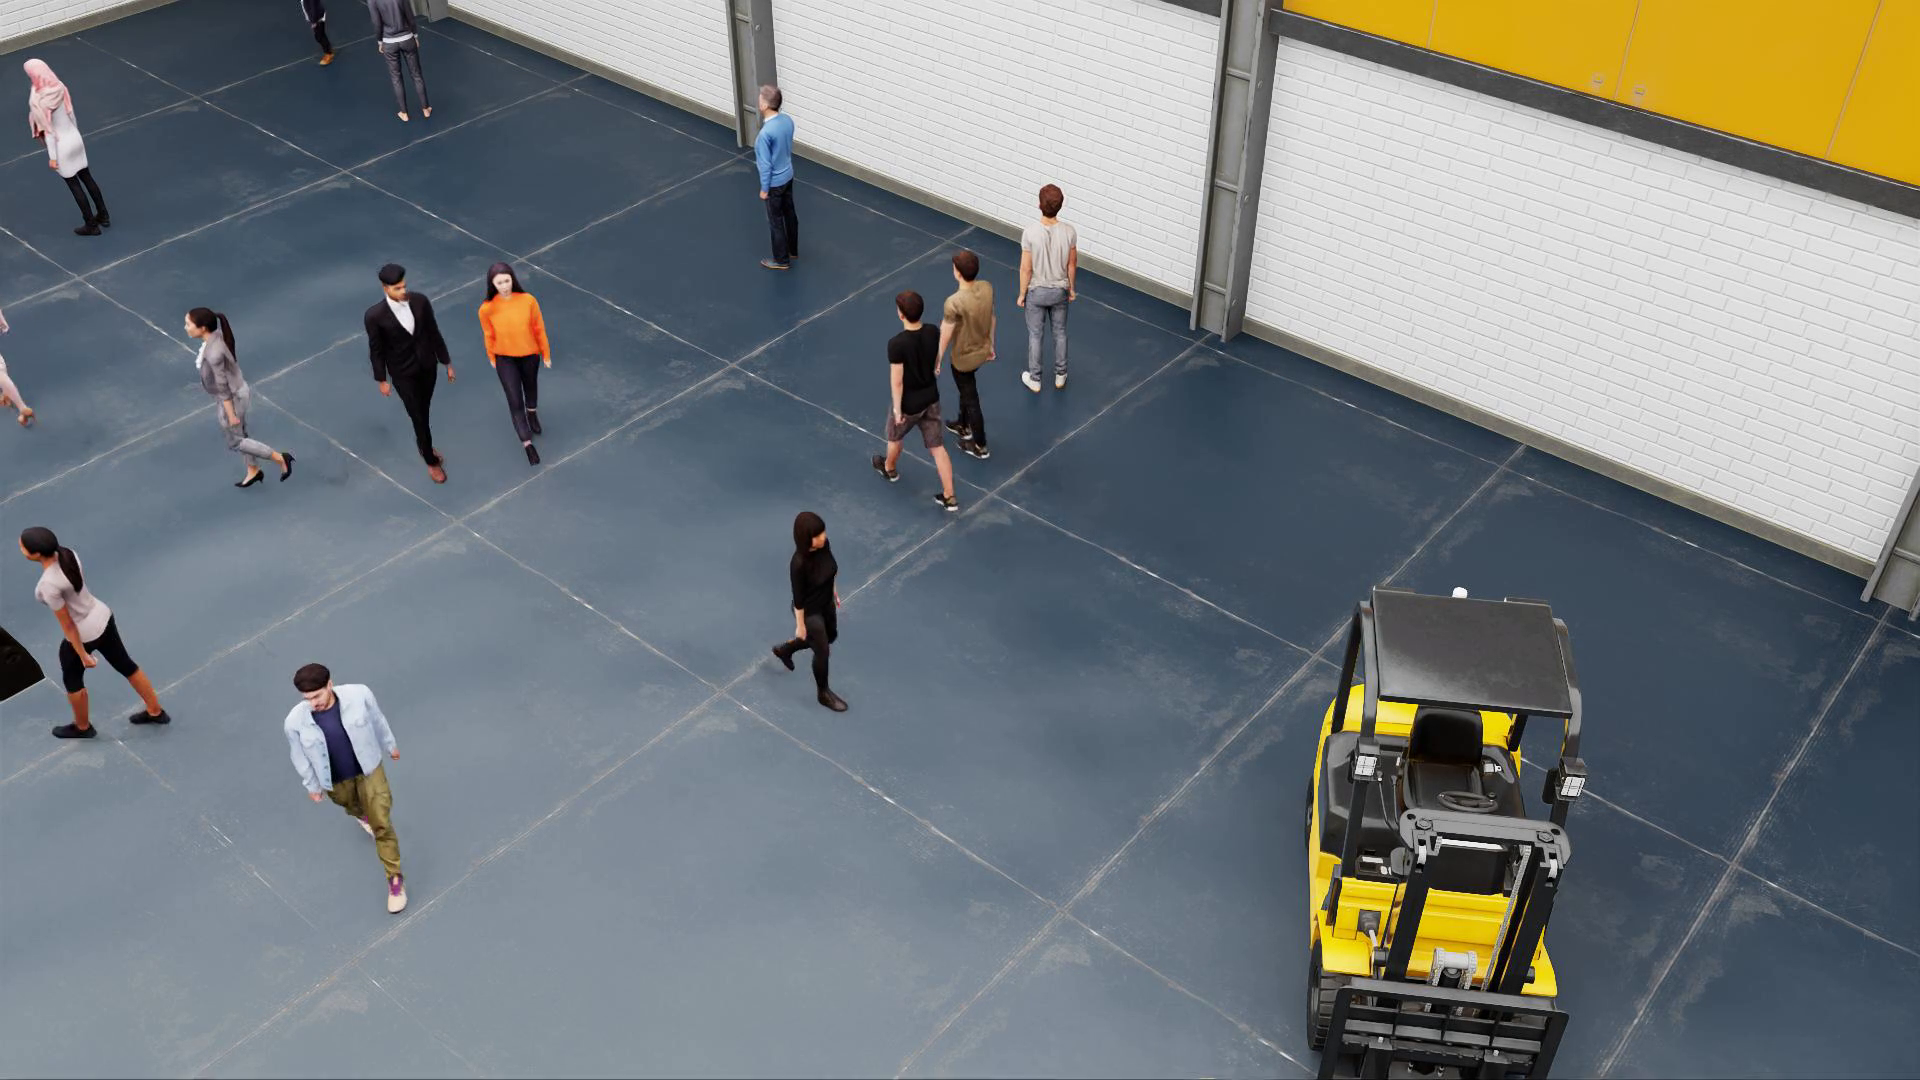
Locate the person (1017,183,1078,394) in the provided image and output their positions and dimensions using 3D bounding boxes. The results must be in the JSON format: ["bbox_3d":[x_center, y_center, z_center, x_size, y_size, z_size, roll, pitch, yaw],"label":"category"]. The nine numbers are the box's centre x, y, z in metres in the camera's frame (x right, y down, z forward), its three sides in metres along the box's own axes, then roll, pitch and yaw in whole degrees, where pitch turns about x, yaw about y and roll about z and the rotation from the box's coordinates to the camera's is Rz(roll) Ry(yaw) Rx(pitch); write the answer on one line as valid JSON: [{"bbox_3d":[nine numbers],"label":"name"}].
[{"bbox_3d":[0.741,-2.124,14.110,0.734,1.897,0.769,-7,39,-9],"label":"person"}]

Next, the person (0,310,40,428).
[{"bbox_3d":[-7.986,-1.684,13.660,0.826,1.772,0.672,17,41,20],"label":"person"}]

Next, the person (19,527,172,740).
[{"bbox_3d":[-5.587,0.601,10.841,1.058,1.719,0.966,1,39,1],"label":"person"}]

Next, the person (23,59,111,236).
[{"bbox_3d":[-8.795,-3.865,16.366,0.737,1.804,0.727,9,40,11],"label":"person"}]

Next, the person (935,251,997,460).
[{"bbox_3d":[0.138,-1.437,13.297,0.768,1.838,0.670,28,46,30],"label":"person"}]

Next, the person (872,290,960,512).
[{"bbox_3d":[-0.274,-1.021,12.796,0.868,1.813,1.287,-25,45,-28],"label":"person"}]

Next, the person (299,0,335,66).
[{"bbox_3d":[-7.726,-6.332,19.930,0.756,1.210,0.562,-11,40,-13],"label":"person"}]

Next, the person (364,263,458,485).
[{"bbox_3d":[-4.407,-1.410,13.248,0.850,1.858,0.750,31,48,33],"label":"person"}]

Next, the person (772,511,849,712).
[{"bbox_3d":[-1.033,0.431,11.130,0.929,1.625,0.701,18,42,21],"label":"person"}]

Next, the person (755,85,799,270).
[{"bbox_3d":[-1.738,-3.467,15.854,0.666,1.820,0.710,16,41,19],"label":"person"}]

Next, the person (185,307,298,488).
[{"bbox_3d":[-5.606,-1.097,13.012,0.886,1.663,0.844,-10,40,-12],"label":"person"}]

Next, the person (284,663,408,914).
[{"bbox_3d":[-3.637,1.322,9.905,1.062,1.761,1.296,-20,43,-23],"label":"person"}]

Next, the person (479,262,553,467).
[{"bbox_3d":[-3.607,-1.519,13.503,0.950,1.710,1.188,-15,41,-18],"label":"person"}]

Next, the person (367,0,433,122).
[{"bbox_3d":[-6.250,-5.553,18.506,0.685,1.771,0.665,-16,41,-19],"label":"person"}]
